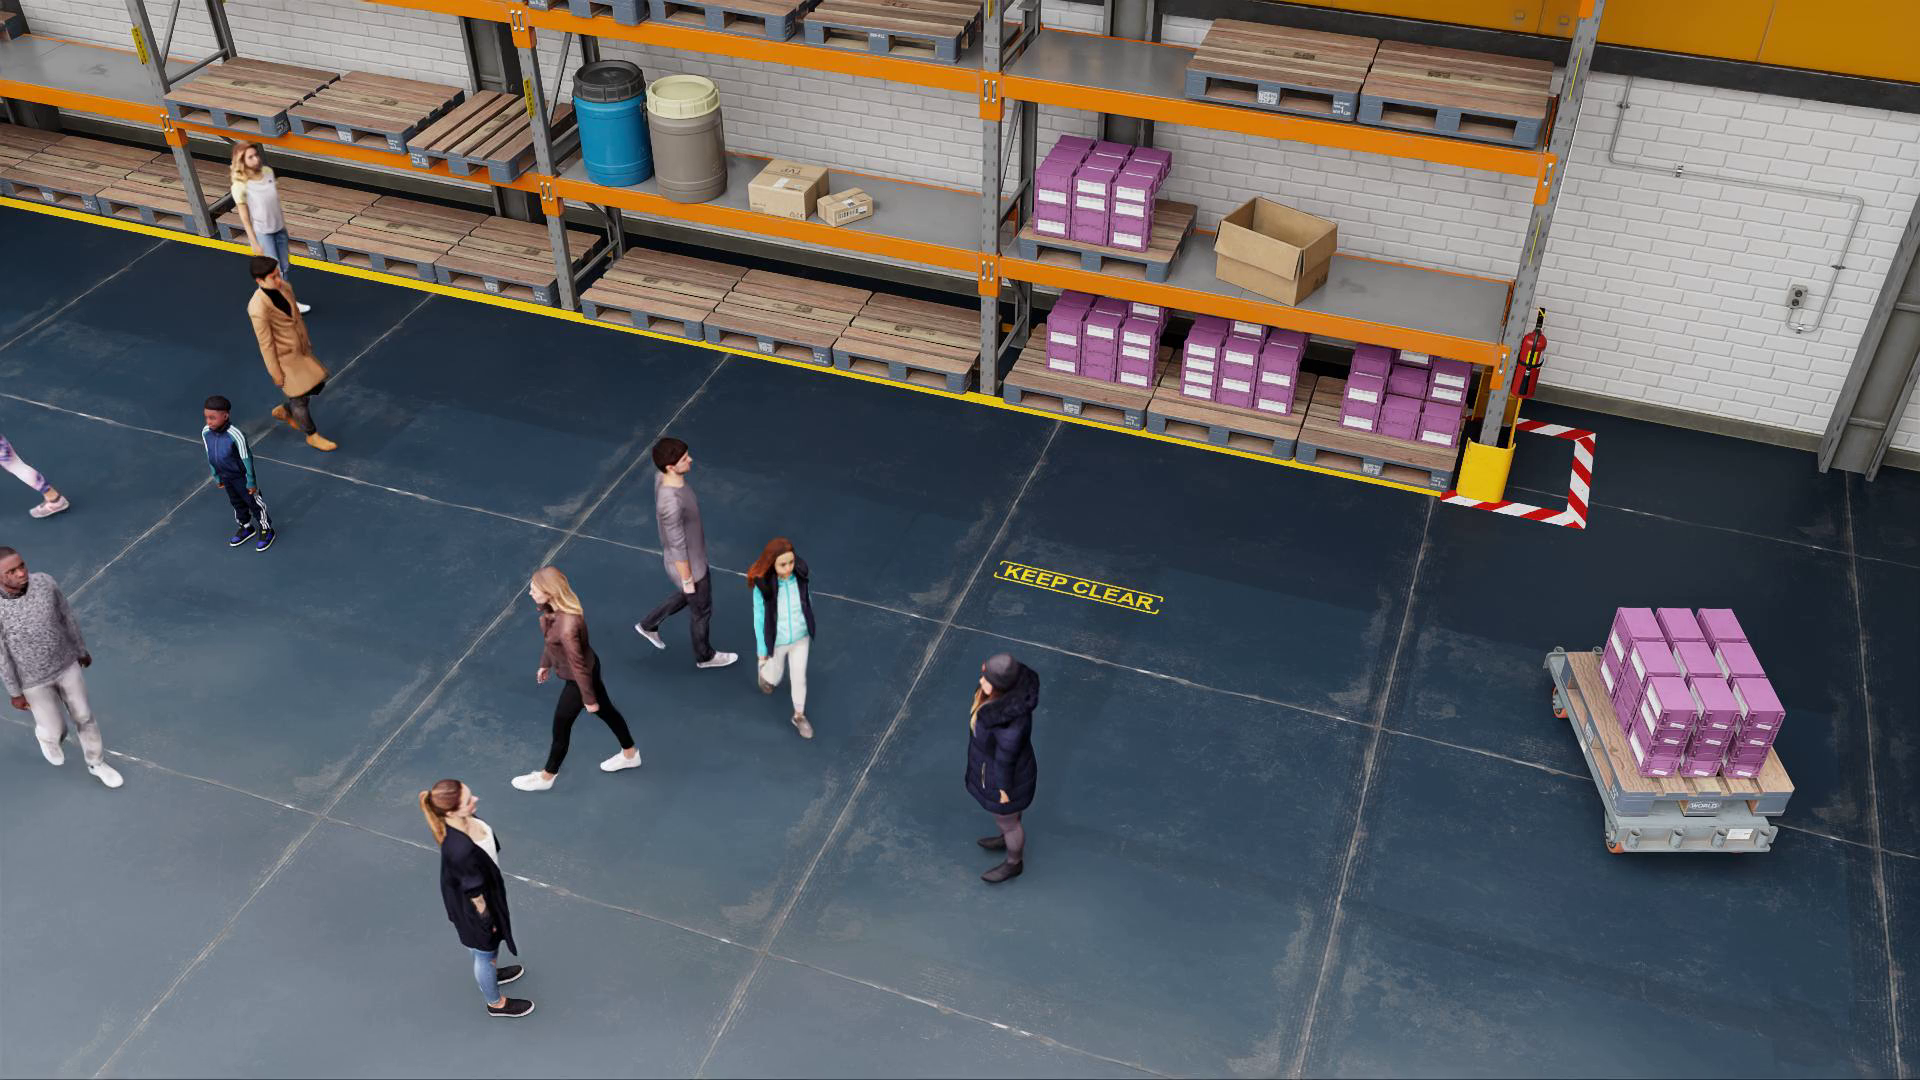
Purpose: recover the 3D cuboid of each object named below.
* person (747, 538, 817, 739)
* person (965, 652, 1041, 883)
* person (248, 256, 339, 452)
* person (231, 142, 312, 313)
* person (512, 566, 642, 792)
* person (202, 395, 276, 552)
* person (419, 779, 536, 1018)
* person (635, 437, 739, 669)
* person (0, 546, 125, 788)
[{"bbox_3d":[-1.139,0.563,10.482,0.847,1.491,0.935,-21,43,-24],"label":"person"},{"bbox_3d":[0.257,1.273,9.446,0.780,1.674,0.766,-3,39,-3],"label":"person"},{"bbox_3d":[-5.244,-1.446,12.823,0.853,1.710,0.717,9,39,10],"label":"person"},{"bbox_3d":[-5.980,-2.644,14.319,0.572,1.714,0.625,12,40,15],"label":"person"},{"bbox_3d":[-2.201,0.817,10.024,1.108,1.666,0.950,-8,39,-10],"label":"person"},{"bbox_3d":[-5.227,-0.500,12.001,0.419,1.256,0.563,10,40,13],"label":"person"},{"bbox_3d":[-2.545,1.860,8.704,0.759,1.683,0.721,-12,40,-15],"label":"person"},{"bbox_3d":[-1.852,0.124,10.756,1.033,1.835,0.920,-6,39,-7],"label":"person"},{"bbox_3d":[-5.530,0.753,9.980,0.918,1.821,0.810,24,44,27],"label":"person"}]
